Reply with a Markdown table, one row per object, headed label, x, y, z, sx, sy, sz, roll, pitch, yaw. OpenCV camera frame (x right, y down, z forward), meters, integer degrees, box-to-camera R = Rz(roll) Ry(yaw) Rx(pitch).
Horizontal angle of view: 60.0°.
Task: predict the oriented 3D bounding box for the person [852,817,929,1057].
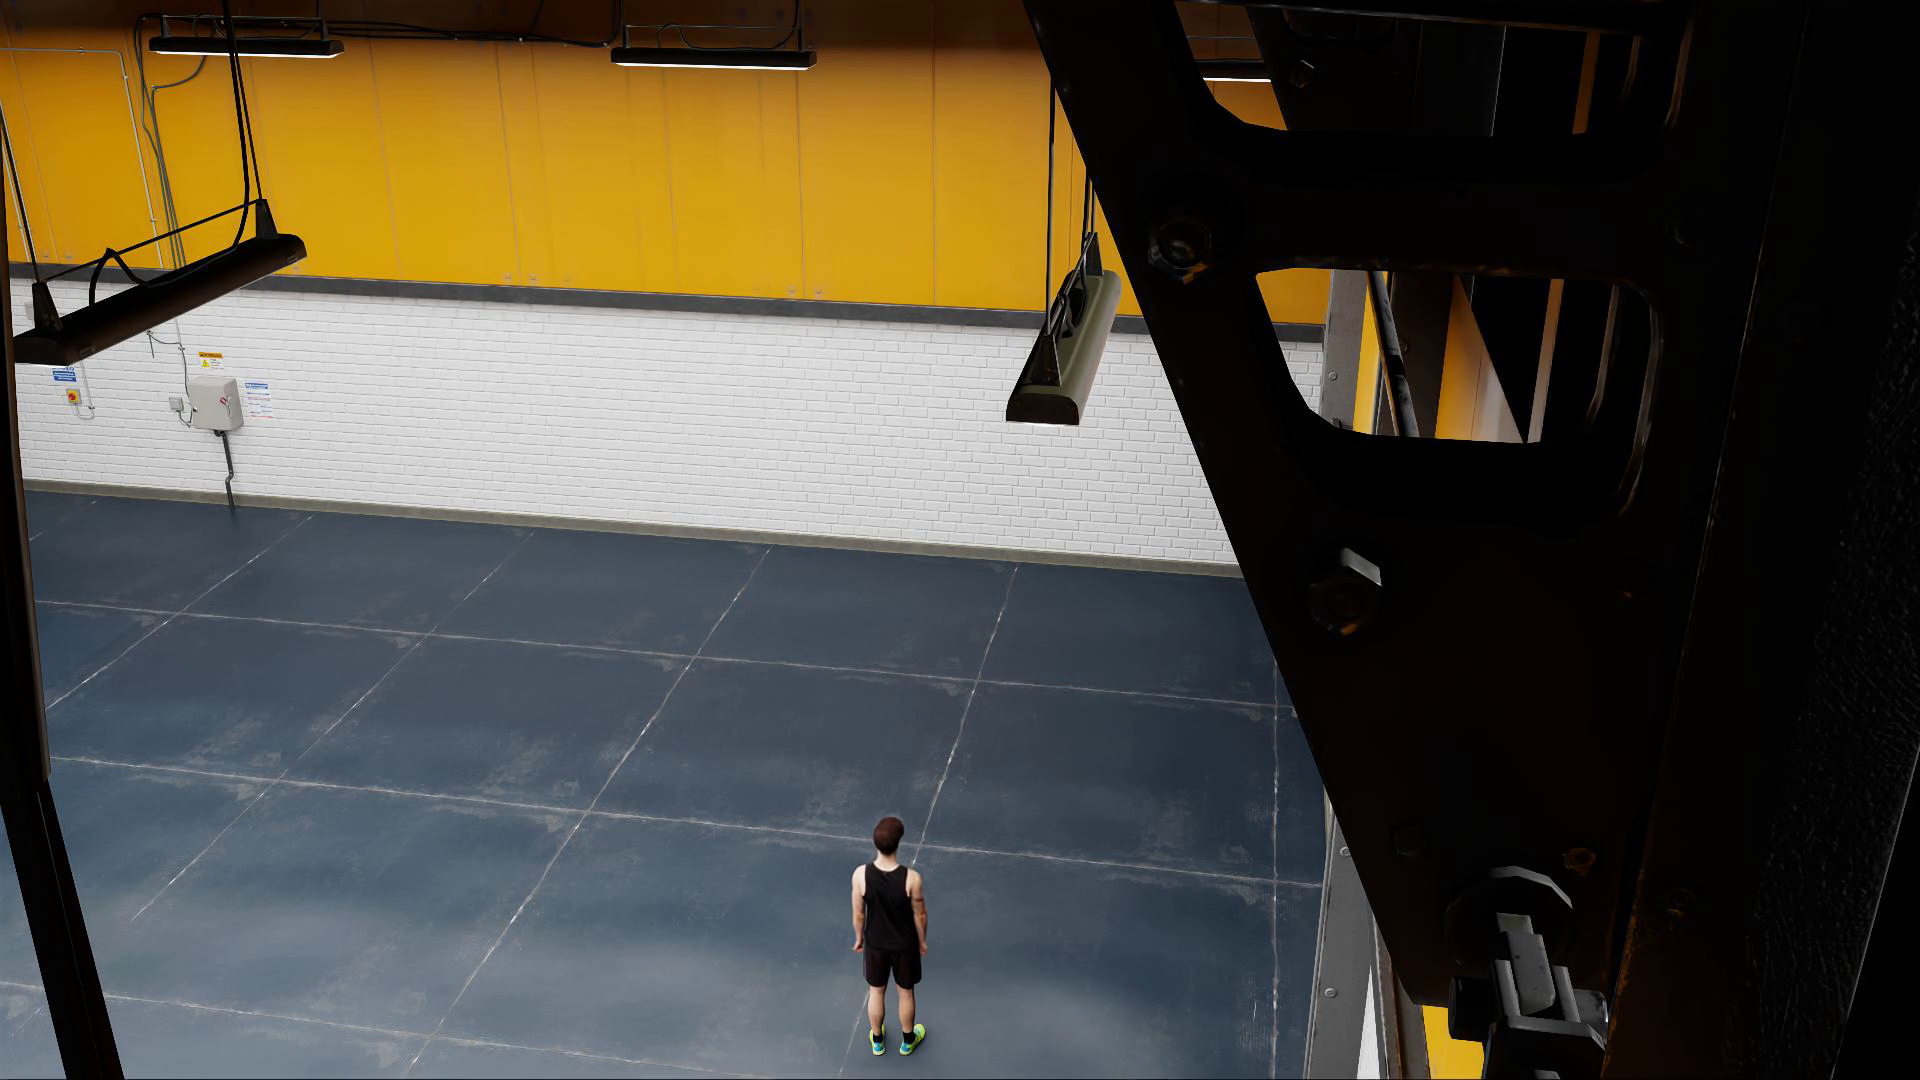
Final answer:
| label | x | y | z | sx | sy | sz | roll | pitch | yaw |
| --- | --- | --- | --- | --- | --- | --- | --- | --- | --- |
| person | -0.482 | 2.764 | 11.537 | 0.684 | 1.892 | 0.600 | 2 | 24 | 5 |
